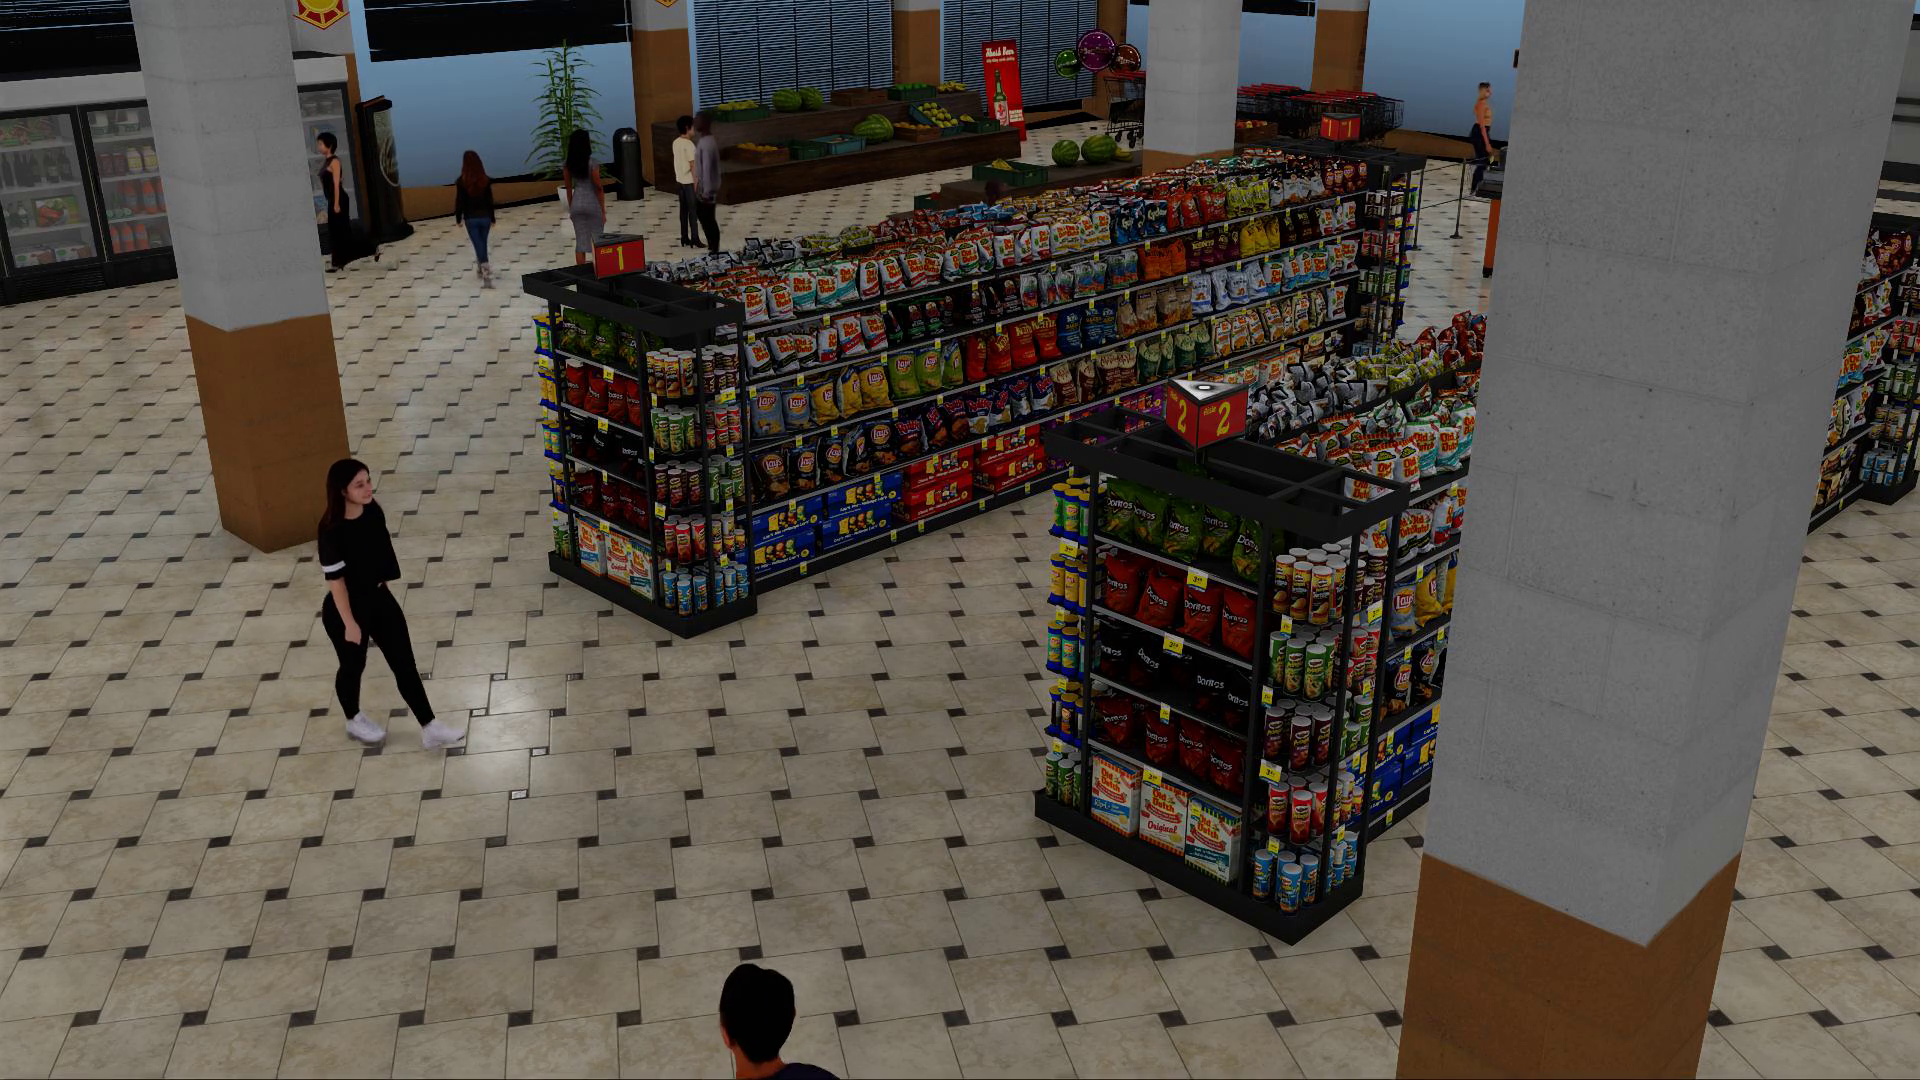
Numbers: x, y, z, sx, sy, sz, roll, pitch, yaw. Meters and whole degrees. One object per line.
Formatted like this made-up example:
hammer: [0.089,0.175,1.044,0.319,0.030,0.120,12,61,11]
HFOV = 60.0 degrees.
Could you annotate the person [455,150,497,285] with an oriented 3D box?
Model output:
person: [-5.363,-3.573,18.544,0.945,1.452,0.760,-14,26,-31]

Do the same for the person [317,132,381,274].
person: [-7.047,-3.848,19.052,0.917,1.585,0.692,-14,26,-31]

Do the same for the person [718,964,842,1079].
person: [-0.451,1.954,4.349,0.698,1.780,0.797,-9,24,-21]

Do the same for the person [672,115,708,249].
person: [-3.340,-4.388,20.388,0.493,1.589,0.605,-18,28,-37]

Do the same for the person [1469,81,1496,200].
person: [7.323,-5.645,23.481,0.773,1.616,0.596,8,23,20]

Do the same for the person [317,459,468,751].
person: [-3.145,0.349,8.575,0.908,1.607,1.027,9,24,22]

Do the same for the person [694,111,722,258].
person: [-2.897,-4.142,19.540,0.763,1.766,0.759,-7,23,-16]

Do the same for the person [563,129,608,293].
person: [-4.047,-3.542,18.026,0.663,1.781,0.678,5,22,13]
